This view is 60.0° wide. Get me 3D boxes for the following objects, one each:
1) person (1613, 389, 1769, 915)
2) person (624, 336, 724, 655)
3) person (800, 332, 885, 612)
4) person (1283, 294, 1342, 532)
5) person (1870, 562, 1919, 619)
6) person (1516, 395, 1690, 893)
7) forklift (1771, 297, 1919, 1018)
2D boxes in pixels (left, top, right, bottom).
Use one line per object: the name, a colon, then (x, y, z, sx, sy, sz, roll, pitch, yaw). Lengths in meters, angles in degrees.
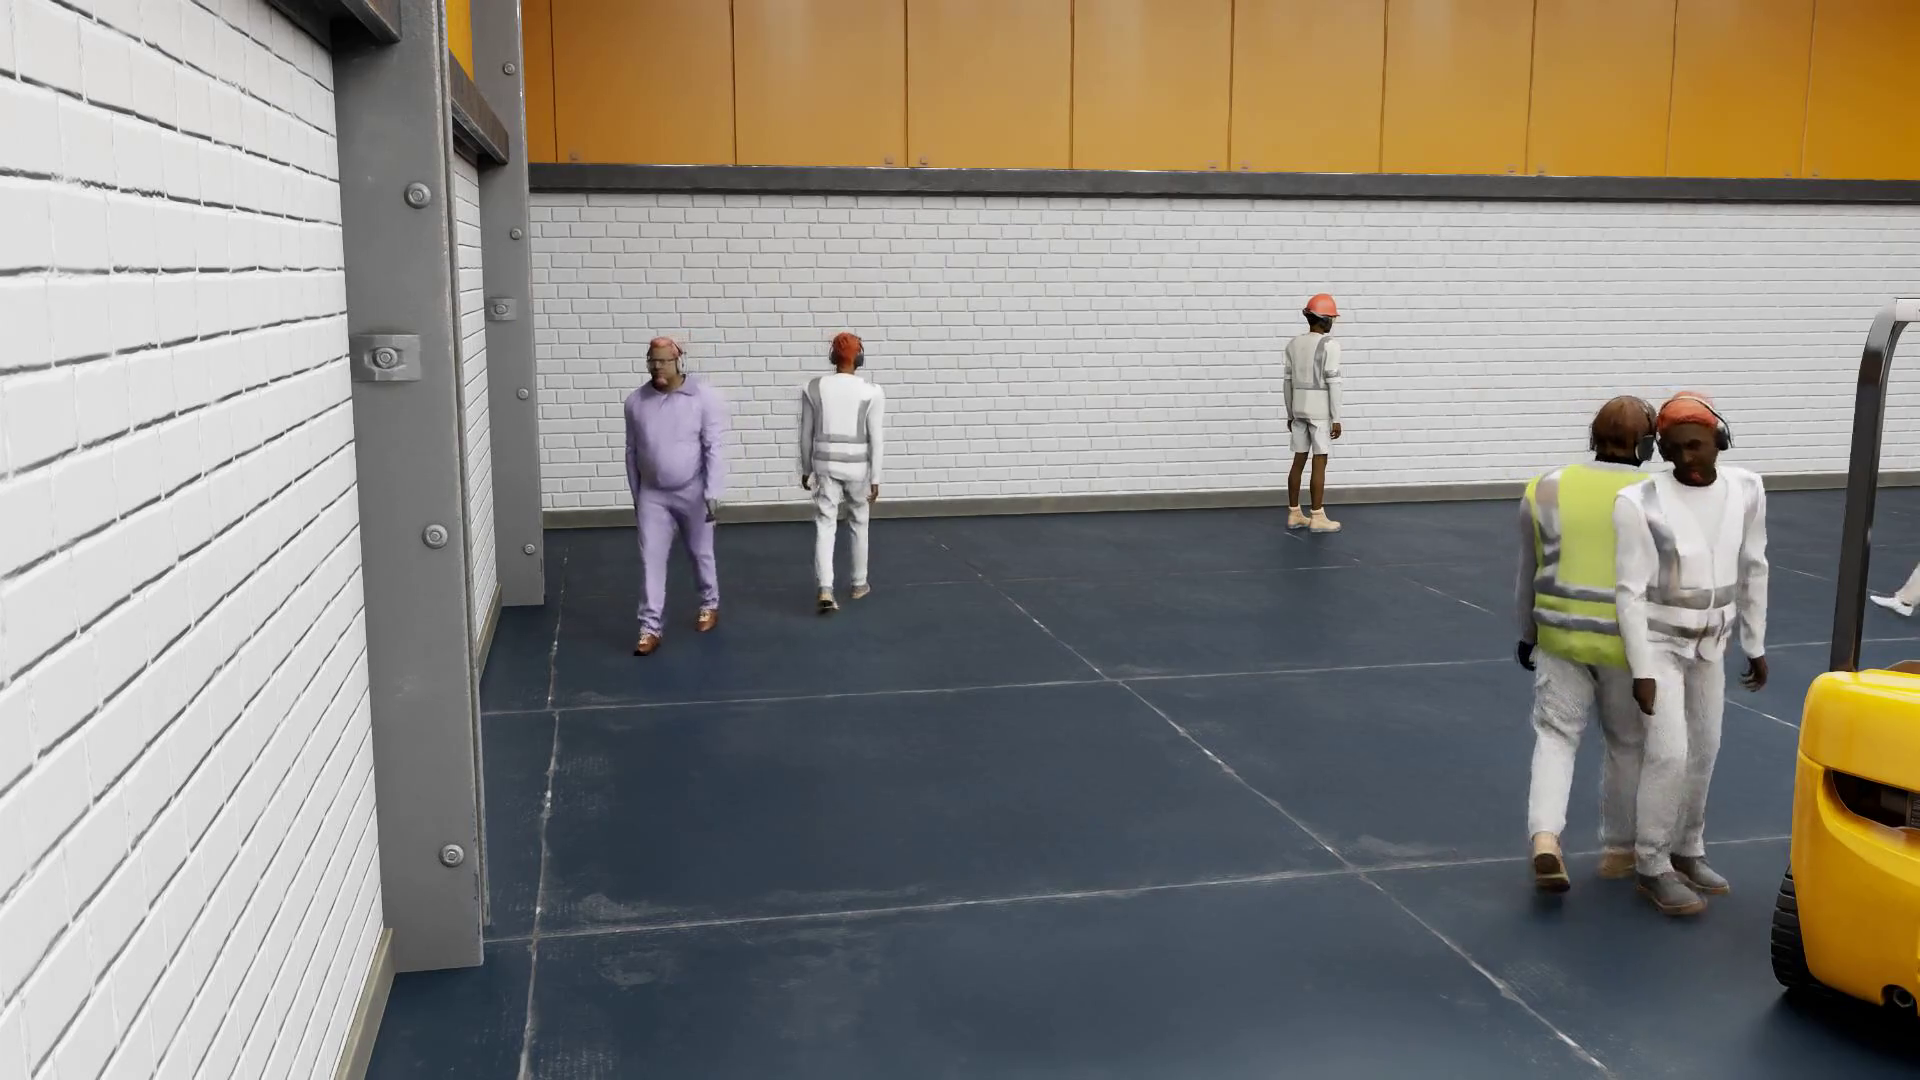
person: (2.539, 0.391, 5.847, 0.616, 1.852, 0.569, -3, 10, -16)
person: (-1.720, -0.299, 10.056, 0.636, 1.867, 0.985, 1, 9, 4)
person: (-0.795, -0.460, 11.097, 0.591, 1.850, 0.957, 1, 9, 4)
person: (3.067, -1.093, 14.330, 0.392, 2.041, 0.615, -6, 11, -33)
person: (6.197, -0.230, 10.388, 0.824, 1.595, 0.545, 5, 11, 30)
person: (2.309, 0.387, 5.992, 0.642, 1.821, 0.739, 6, 11, 31)
forklift: (3.542, 0.334, 5.177, 2.313, 2.155, 1.214, -9, 13, -43)
